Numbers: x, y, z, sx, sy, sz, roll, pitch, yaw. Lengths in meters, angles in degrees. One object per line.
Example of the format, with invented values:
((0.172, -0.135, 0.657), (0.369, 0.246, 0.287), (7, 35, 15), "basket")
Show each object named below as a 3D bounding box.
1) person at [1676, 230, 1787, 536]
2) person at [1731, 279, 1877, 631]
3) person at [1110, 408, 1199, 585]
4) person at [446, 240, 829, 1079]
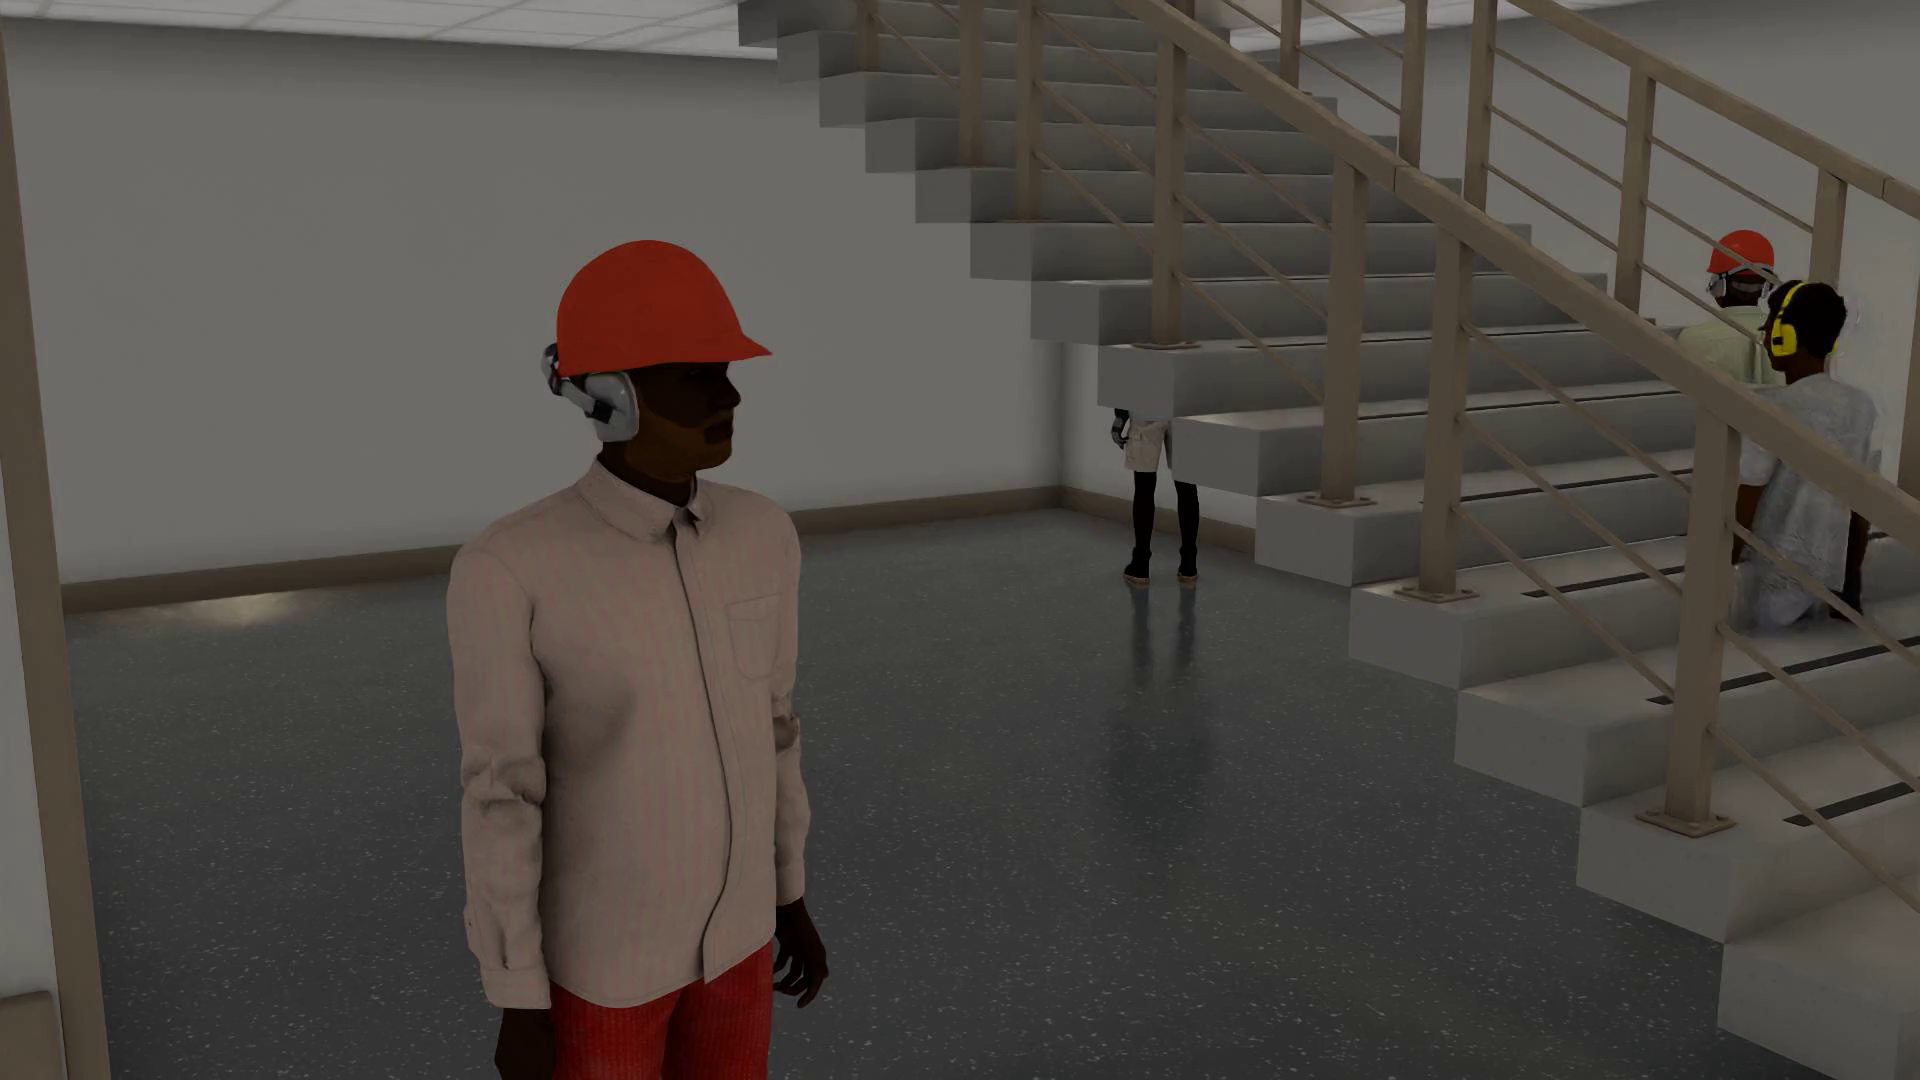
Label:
((3.081, -0.234, 6.691), (0.613, 1.995, 0.391), (-1, 11, -5), "person")
((2.485, 0.142, 5.099), (0.516, 1.859, 0.382), (-6, 12, -29), "person")
((1.151, -0.724, 9.343), (0.613, 1.964, 0.361), (-1, 11, -5), "person")
((-0.439, 0.573, 2.450), (0.375, 1.997, 0.612), (8, 14, 38), "person")
